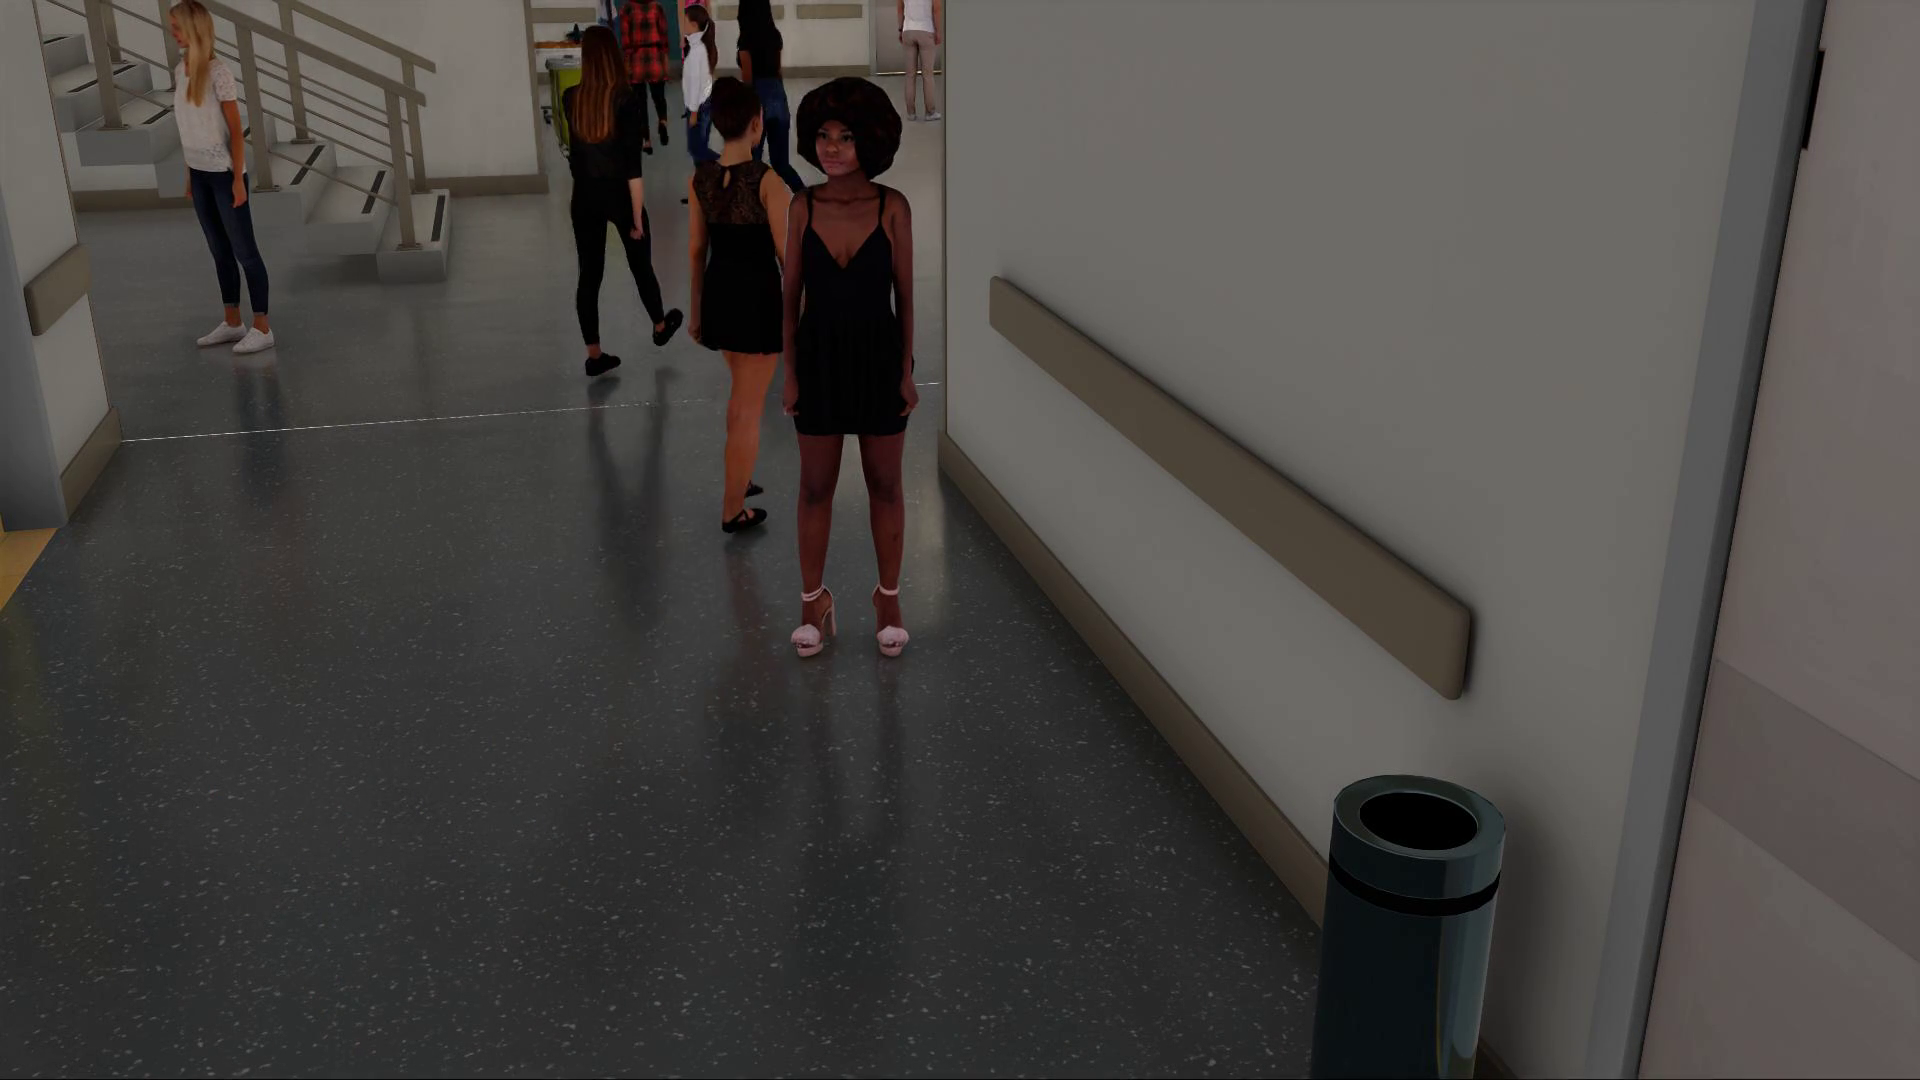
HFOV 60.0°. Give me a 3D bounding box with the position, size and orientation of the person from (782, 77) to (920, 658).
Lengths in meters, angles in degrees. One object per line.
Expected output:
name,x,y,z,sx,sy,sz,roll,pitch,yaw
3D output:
person,-0.330,-0.489,5.057,0.563,1.787,0.687,0,21,0

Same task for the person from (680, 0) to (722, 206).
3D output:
person,-1.945,-3.363,12.986,0.887,1.545,0.689,2,21,5

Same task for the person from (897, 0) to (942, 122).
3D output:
person,-0.463,-5.654,18.551,0.723,1.887,0.835,6,22,15

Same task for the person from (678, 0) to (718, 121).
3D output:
person,-2.839,-5.471,18.236,1.000,1.769,1.064,19,28,41

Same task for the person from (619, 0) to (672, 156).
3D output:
person,-2.983,-4.511,15.814,0.712,1.688,0.693,-7,22,-17

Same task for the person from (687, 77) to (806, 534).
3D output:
person,-0.843,-0.816,6.092,0.759,1.665,0.819,12,24,29

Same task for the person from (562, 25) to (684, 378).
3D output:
person,-1.809,-1.640,8.253,1.088,1.674,1.011,6,22,16

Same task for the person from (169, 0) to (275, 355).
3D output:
person,-3.892,-1.901,8.757,0.674,1.806,0.712,14,25,33

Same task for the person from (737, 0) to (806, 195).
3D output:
person,-1.308,-2.956,11.684,0.898,1.705,0.995,18,27,39
